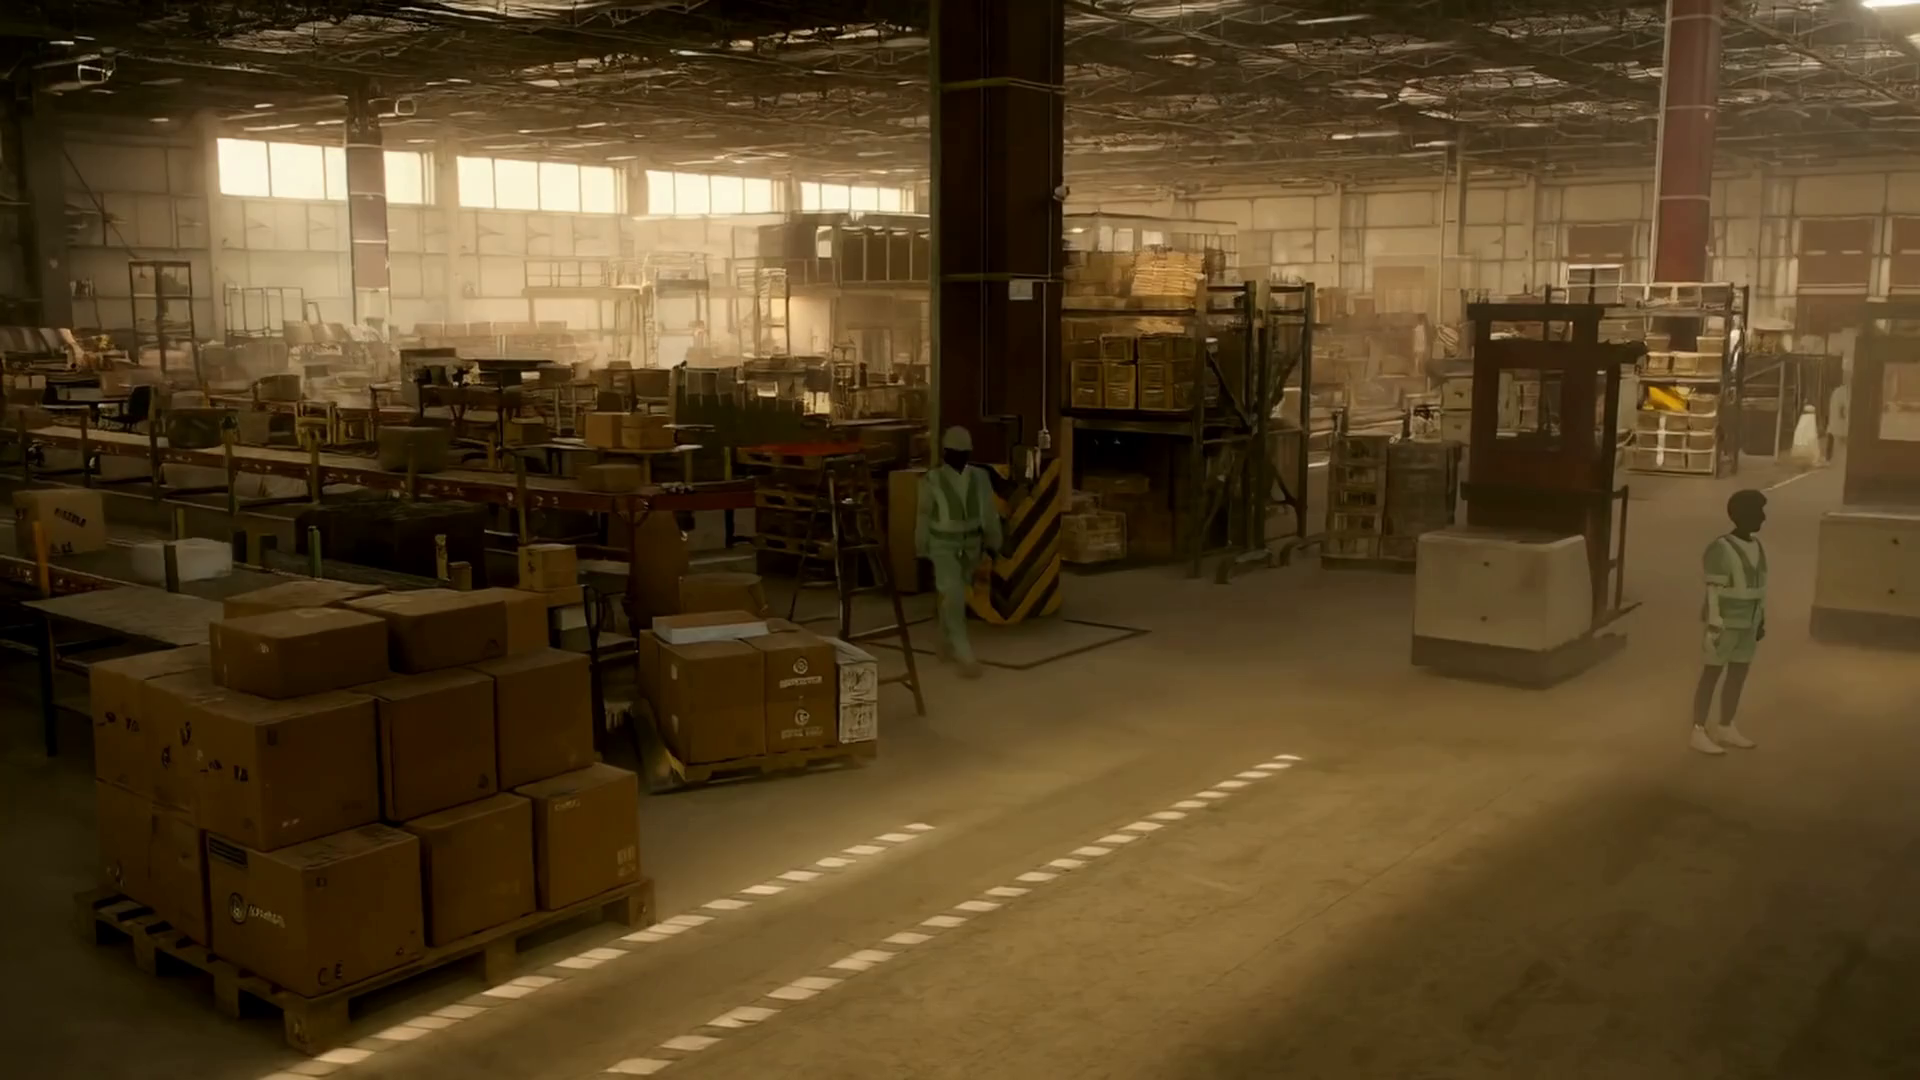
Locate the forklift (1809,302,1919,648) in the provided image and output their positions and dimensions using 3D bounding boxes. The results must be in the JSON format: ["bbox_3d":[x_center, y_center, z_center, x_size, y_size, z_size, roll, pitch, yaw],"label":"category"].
[{"bbox_3d":[7.987,-0.603,13.962,1.129,2.768,1.873,7,11,37],"label":"forklift"}]

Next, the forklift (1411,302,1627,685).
[{"bbox_3d":[4.379,-0.438,12.852,1.129,2.768,1.873,7,11,37],"label":"forklift"}]

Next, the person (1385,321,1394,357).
[{"bbox_3d":[16.401,-7.409,63.302,0.662,1.851,0.536,5,10,28],"label":"person"}]

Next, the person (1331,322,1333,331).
[{"bbox_3d":[18.239,-9.987,80.451,0.602,1.924,0.852,1,8,7],"label":"person"}]

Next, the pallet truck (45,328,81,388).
[{"bbox_3d":[-23.775,-4.544,43.495,1.885,1.965,0.823,6,10,35],"label":"pallet truck"}]

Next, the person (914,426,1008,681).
[{"bbox_3d":[0.005,0.086,12.611,0.622,1.890,1.016,-5,10,-31],"label":"person"}]

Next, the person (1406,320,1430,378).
[{"bbox_3d":[15.751,-6.568,57.148,0.968,2.005,0.629,-3,9,-21],"label":"person"}]

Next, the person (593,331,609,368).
[{"bbox_3d":[-10.309,-5.091,47.734,0.528,1.842,0.876,-6,10,-36],"label":"person"}]

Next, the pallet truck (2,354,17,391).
[{"bbox_3d":[-24.881,-4.417,42.634,1.885,1.965,0.823,8,11,41],"label":"pallet truck"}]

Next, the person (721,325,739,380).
[{"bbox_3d":[-7.509,-6.125,54.615,0.728,1.862,0.575,7,11,39],"label":"person"}]

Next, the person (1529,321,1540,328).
[{"bbox_3d":[26.193,-9.228,75.902,0.531,1.745,0.644,-1,9,-8],"label":"person"}]

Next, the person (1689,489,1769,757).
[{"bbox_3d":[4.859,0.514,10.441,0.536,1.693,0.321,-5,10,-28],"label":"person"}]

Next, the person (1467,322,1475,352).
[{"bbox_3d":[24.437,-9.809,79.297,0.476,1.901,0.575,-7,11,-40],"label":"person"}]

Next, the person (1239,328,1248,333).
[{"bbox_3d":[11.681,-8.112,67.908,0.630,1.897,1.014,3,9,19],"label":"person"}]

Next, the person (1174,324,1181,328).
[{"bbox_3d":[7.037,-6.030,53.759,0.582,1.914,0.649,-2,9,-16],"label":"person"}]

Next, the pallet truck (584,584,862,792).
[{"bbox_3d":[-1.426,0.805,10.019,1.601,1.201,0.680,-4,9,-26],"label":"pallet truck"}]

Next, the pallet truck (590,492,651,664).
[{"bbox_3d":[-3.115,0.344,12.883,0.653,1.274,1.630,7,11,37],"label":"pallet truck"}]

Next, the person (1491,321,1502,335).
[{"bbox_3d":[25.520,-9.745,79.280,0.612,1.794,0.979,-1,8,-4],"label":"person"}]

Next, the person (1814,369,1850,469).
[{"bbox_3d":[14.522,-1.980,27.336,0.747,1.656,0.557,1,8,4],"label":"person"}]

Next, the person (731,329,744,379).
[{"bbox_3d":[-7.518,-6.293,56.097,0.523,1.759,0.342,2,9,10],"label":"person"}]
